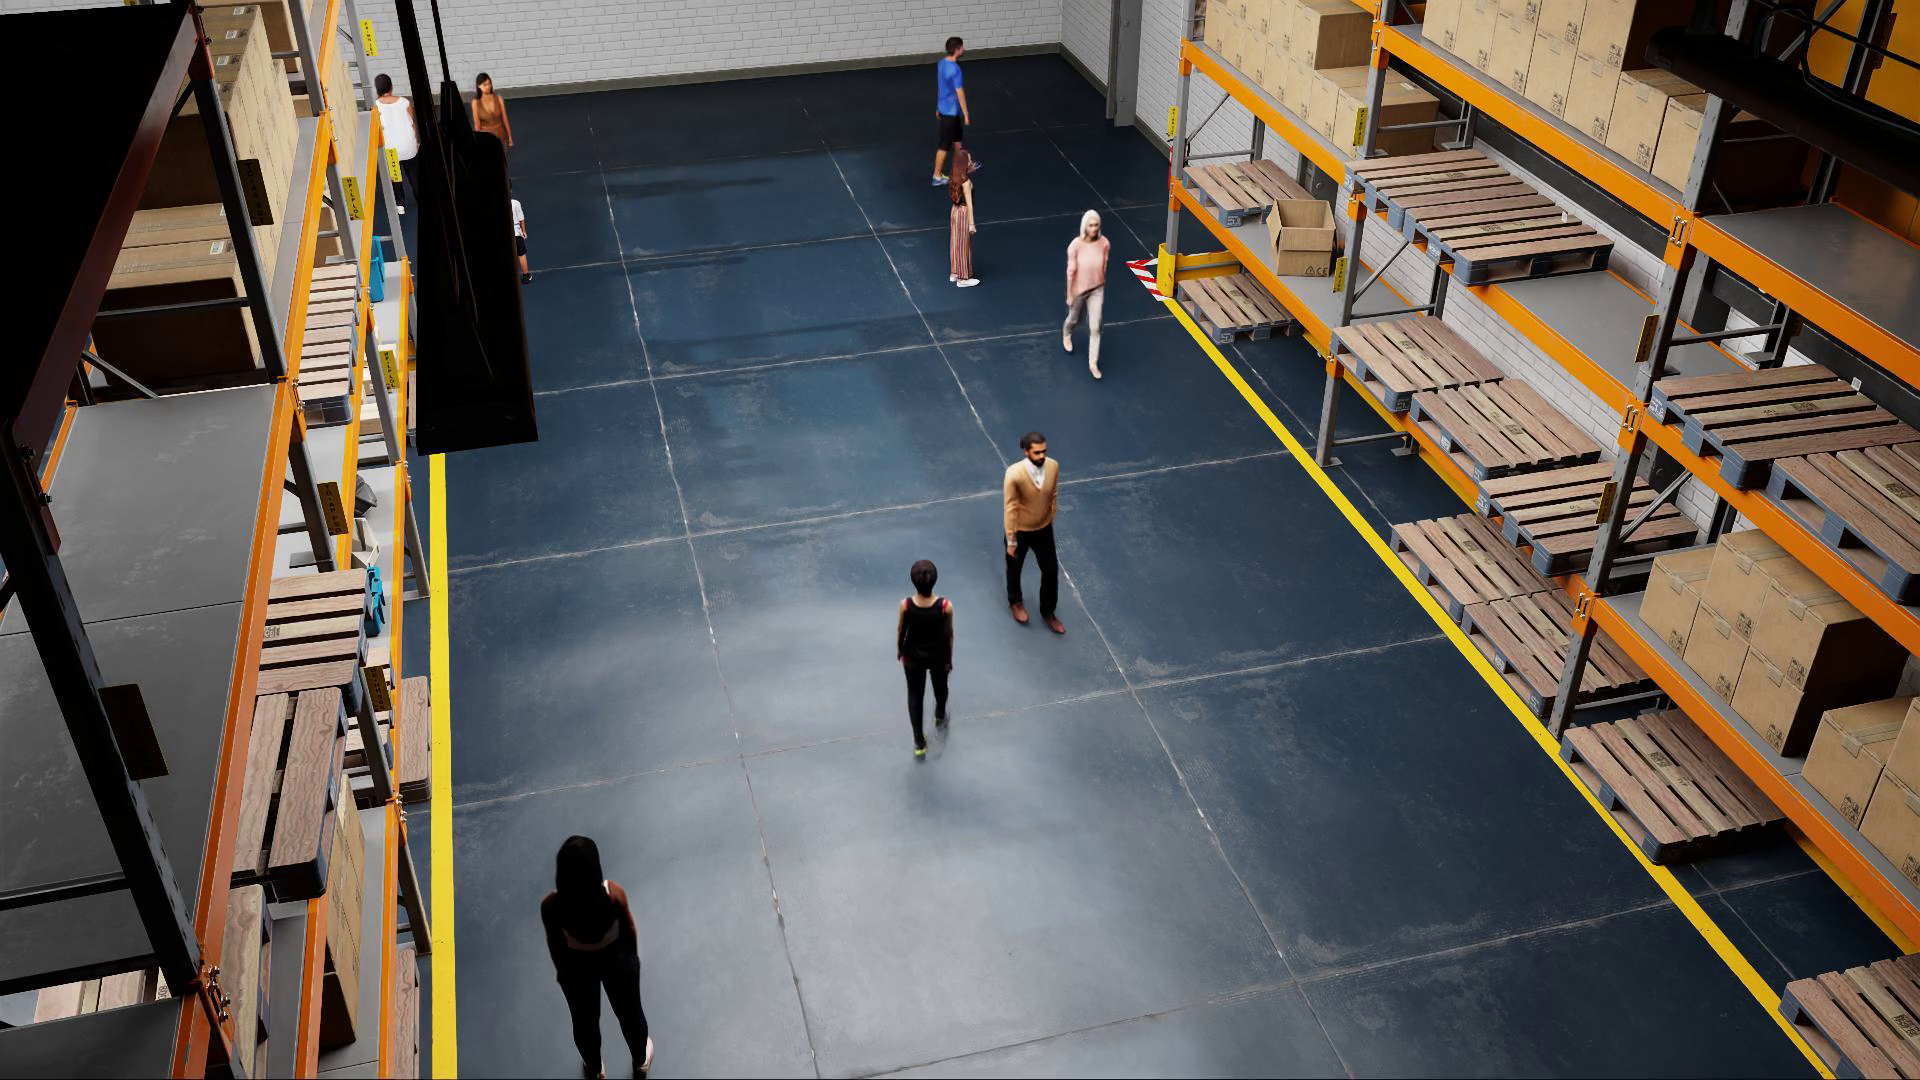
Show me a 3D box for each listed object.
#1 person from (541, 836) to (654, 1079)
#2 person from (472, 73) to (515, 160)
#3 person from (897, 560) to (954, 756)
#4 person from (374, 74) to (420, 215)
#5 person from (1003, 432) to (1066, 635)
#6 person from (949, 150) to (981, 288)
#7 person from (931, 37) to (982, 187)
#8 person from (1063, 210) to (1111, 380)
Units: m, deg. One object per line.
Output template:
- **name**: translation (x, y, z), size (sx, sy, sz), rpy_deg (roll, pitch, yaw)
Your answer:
- **person**: translation (-2.013, 2.366, 9.254), size (0.638, 1.806, 0.598), rpy_deg (-7, 34, -10)
- **person**: translation (-5.715, -4.874, 20.279), size (0.865, 1.660, 1.108), rpy_deg (-26, 42, -34)
- **person**: translation (-0.254, 0.845, 11.794), size (0.730, 1.527, 0.957), rpy_deg (2, 34, 2)
- **person**: translation (-6.823, -4.805, 20.147), size (0.678, 1.690, 0.642), rpy_deg (-13, 36, -19)
- **person**: translation (0.500, -0.119, 13.058), size (0.722, 1.733, 0.846), rpy_deg (-13, 36, -18)
- **person**: translation (0.023, -3.586, 18.429), size (0.640, 1.562, 0.495), rpy_deg (-14, 36, -20)
- **person**: translation (-0.219, -5.334, 20.809), size (0.837, 1.839, 0.992), rpy_deg (-15, 37, -22)
- **person**: translation (1.244, -2.544, 16.750), size (0.604, 1.686, 1.110), rpy_deg (-8, 34, -11)
